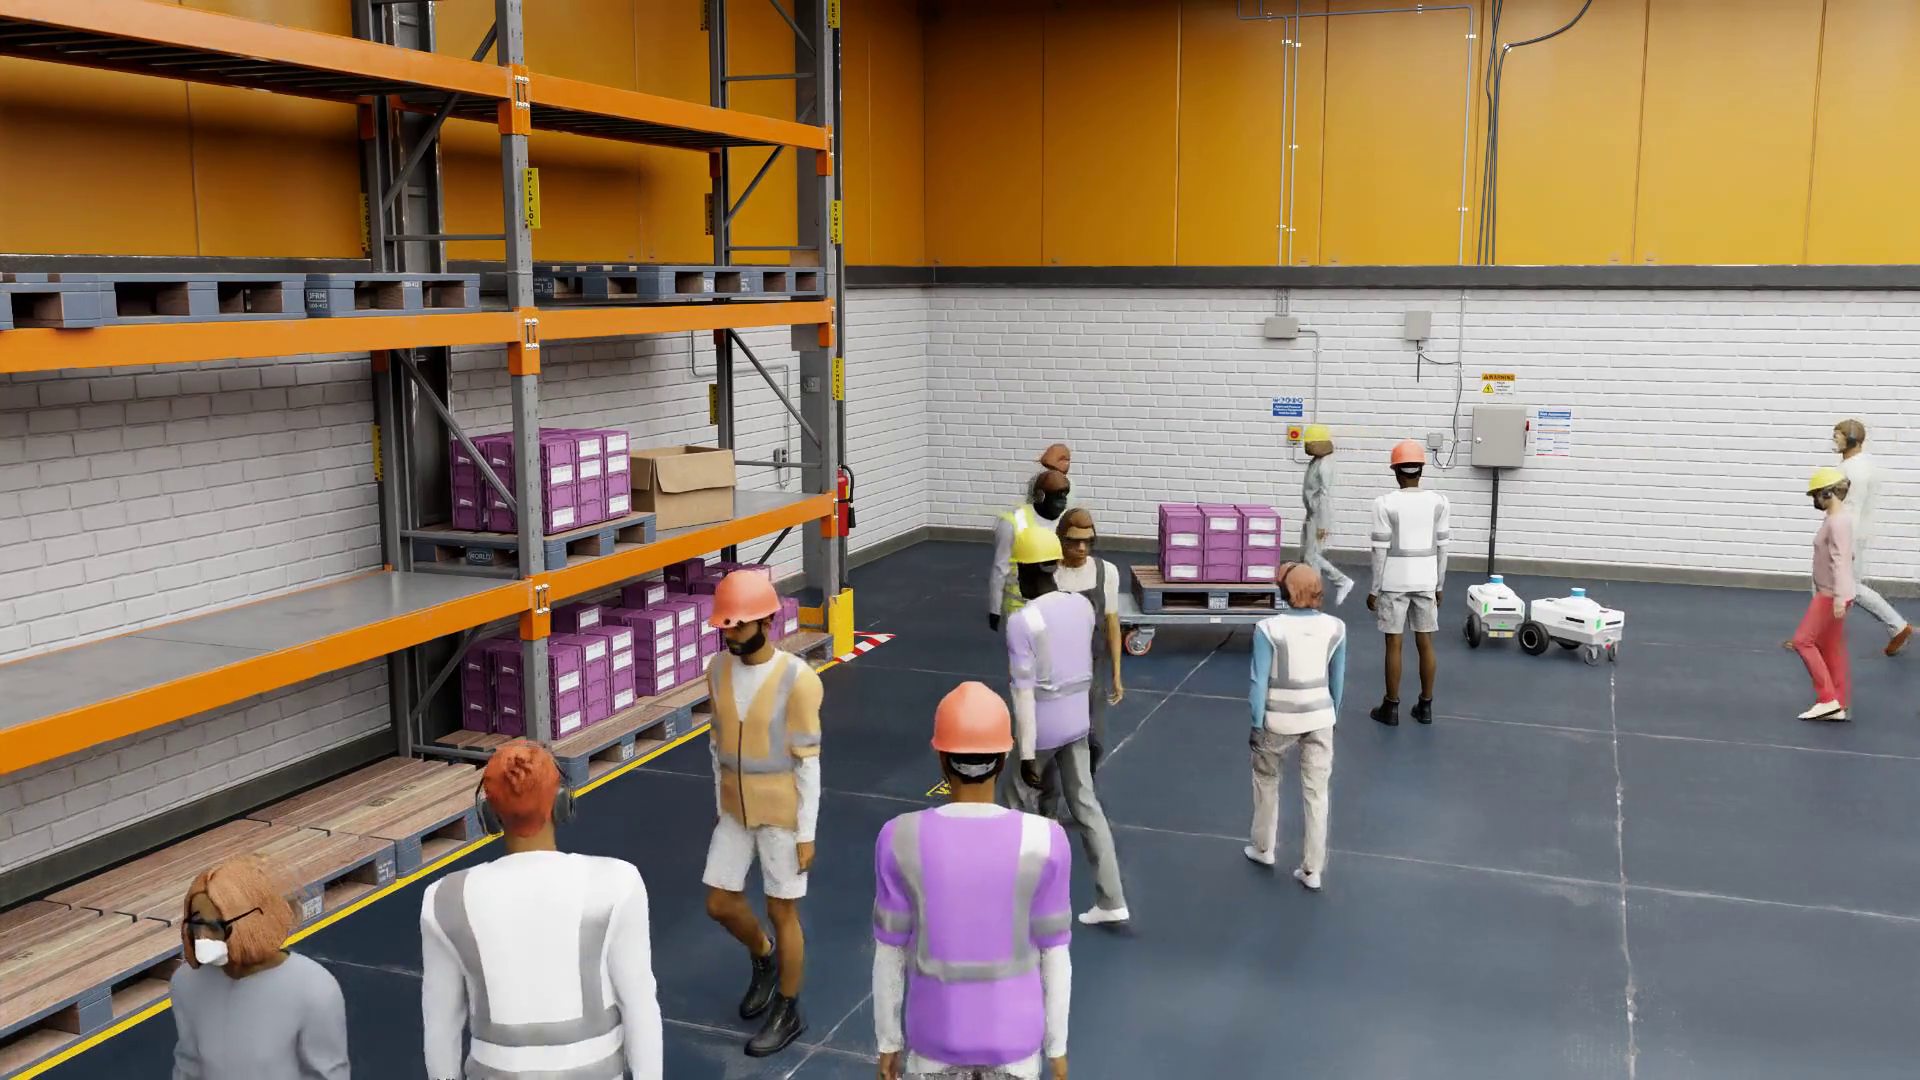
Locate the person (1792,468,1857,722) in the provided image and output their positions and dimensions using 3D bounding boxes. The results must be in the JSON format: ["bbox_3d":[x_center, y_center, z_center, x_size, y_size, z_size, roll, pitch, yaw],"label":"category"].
[{"bbox_3d":[5.866,0.383,11.280,0.437,1.723,0.584,5,10,27],"label":"person"}]

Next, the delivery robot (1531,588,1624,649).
[{"bbox_3d":[4.878,0.624,13.152,0.477,0.478,0.707,-5,10,-30],"label":"delivery robot"}]

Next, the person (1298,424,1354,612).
[{"bbox_3d":[3.231,-0.175,14.814,0.531,1.729,0.488,0,9,-1],"label":"person"}]

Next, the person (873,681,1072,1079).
[{"bbox_3d":[0.028,1.363,4.561,0.554,1.921,0.653,1,9,5],"label":"person"}]

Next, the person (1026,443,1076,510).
[{"bbox_3d":[0.768,-0.021,14.173,0.619,1.604,0.507,7,12,39],"label":"person"}]

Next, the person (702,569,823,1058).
[{"bbox_3d":[-0.779,1.054,6.457,0.555,1.921,0.443,5,10,30],"label":"person"}]

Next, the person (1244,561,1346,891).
[{"bbox_3d":[1.657,0.906,8.362,0.548,1.613,0.687,-2,9,-12],"label":"person"}]

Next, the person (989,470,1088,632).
[{"bbox_3d":[0.560,0.462,10.557,0.653,1.804,0.825,-5,10,-29],"label":"person"}]

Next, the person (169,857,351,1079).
[{"bbox_3d":[-1.721,1.558,4.238,0.525,1.616,0.506,2,9,15],"label":"person"}]

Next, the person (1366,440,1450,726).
[{"bbox_3d":[3.008,0.293,11.232,0.542,1.927,0.380,-1,9,-7],"label":"person"}]

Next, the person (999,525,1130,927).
[{"bbox_3d":[0.434,0.868,7.807,0.593,1.882,0.978,-8,12,-42],"label":"person"}]

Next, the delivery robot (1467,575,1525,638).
[{"bbox_3d":[4.419,0.532,13.730,0.477,0.478,0.707,1,9,6],"label":"delivery robot"}]

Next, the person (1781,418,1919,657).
[{"bbox_3d":[7.117,-0.008,13.180,0.890,1.915,0.650,4,10,22],"label":"person"}]

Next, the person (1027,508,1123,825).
[{"bbox_3d":[0.593,0.717,8.944,0.521,1.819,0.491,-1,9,-9],"label":"person"}]

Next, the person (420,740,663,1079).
[{"bbox_3d":[-1.055,1.444,4.236,0.615,1.863,0.484,-1,9,-5],"label":"person"}]
